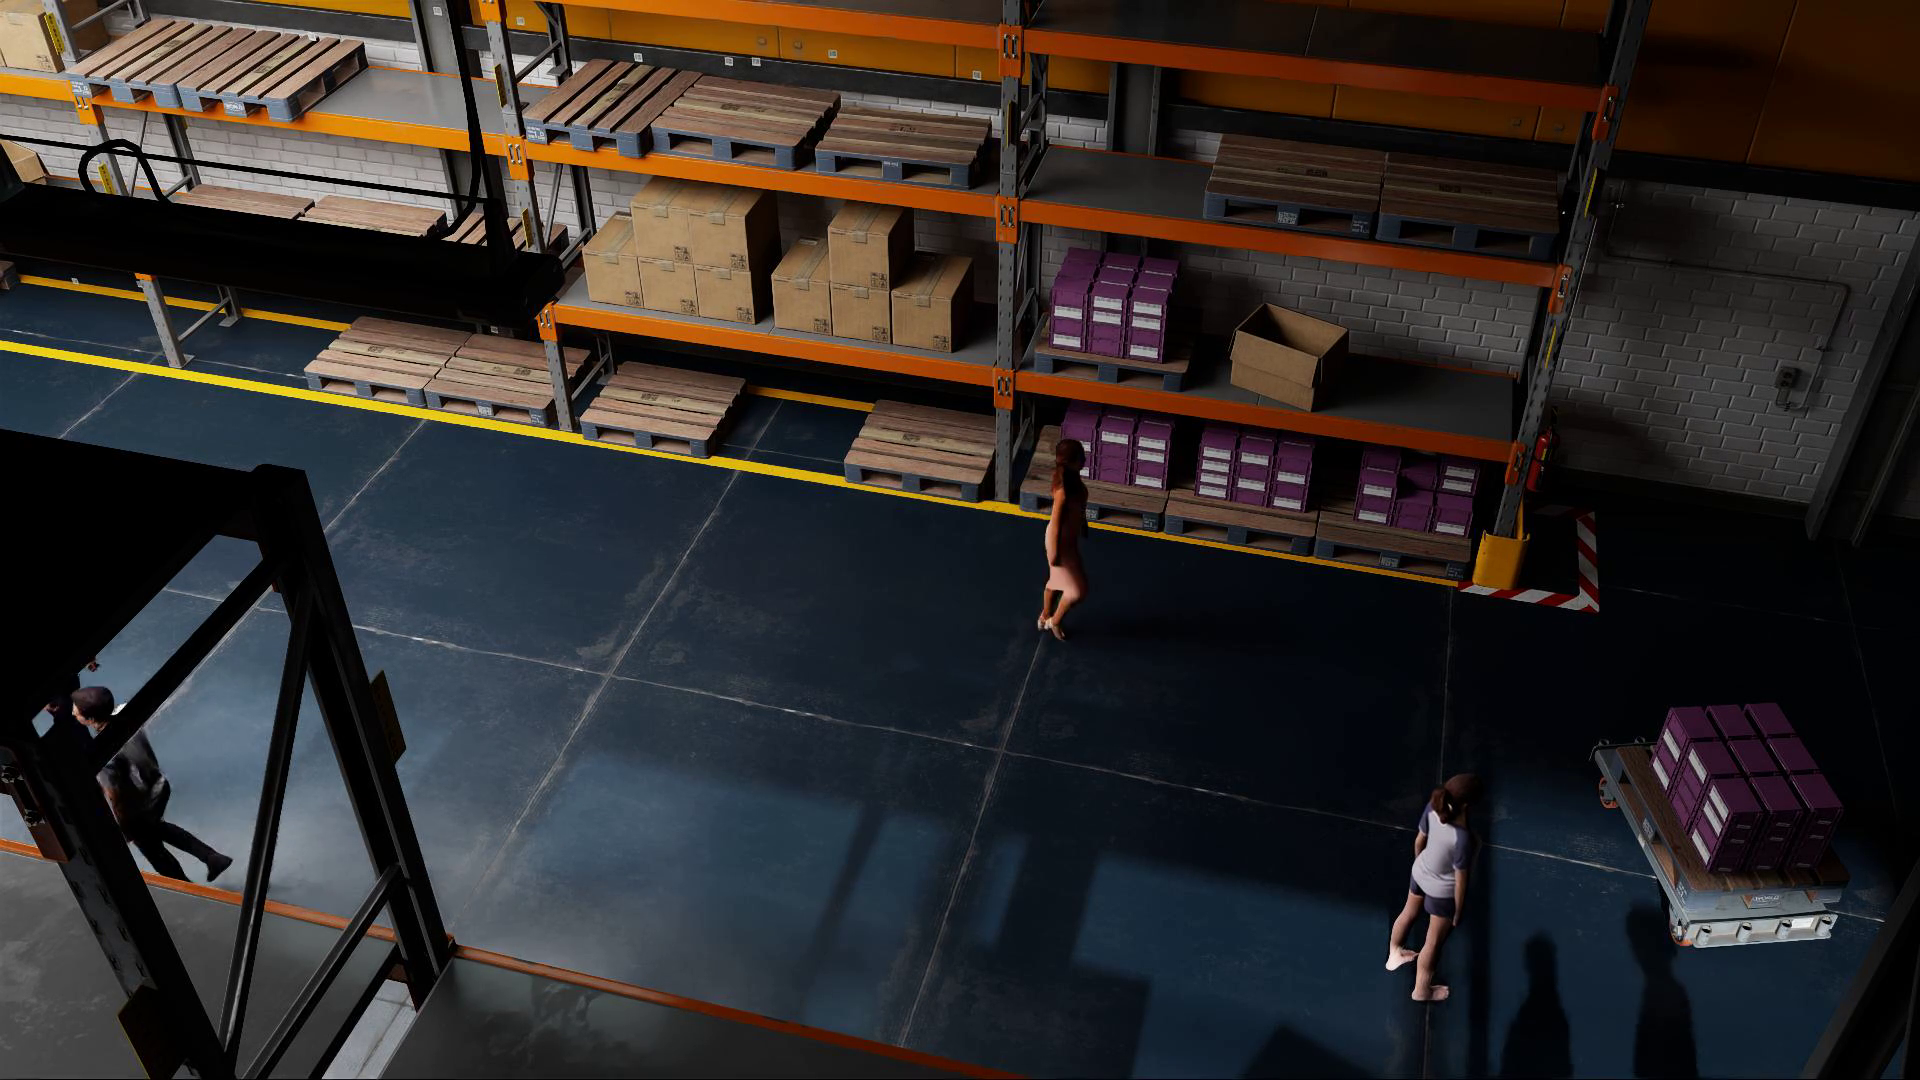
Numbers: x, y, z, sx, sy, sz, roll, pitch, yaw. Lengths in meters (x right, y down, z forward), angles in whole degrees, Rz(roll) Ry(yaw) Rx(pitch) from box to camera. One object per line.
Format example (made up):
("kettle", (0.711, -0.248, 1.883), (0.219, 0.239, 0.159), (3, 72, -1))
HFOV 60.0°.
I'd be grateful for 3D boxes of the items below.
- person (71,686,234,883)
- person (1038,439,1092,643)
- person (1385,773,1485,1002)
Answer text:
("person", (-4.898, 1.578, 10.142), (0.883, 1.851, 0.808), (-1, 39, -1))
("person", (0.665, 0.006, 12.137), (0.628, 1.818, 0.617), (5, 39, 7))
("person", (2.780, 1.994, 9.688), (0.720, 1.766, 0.676), (-15, 41, -18))
